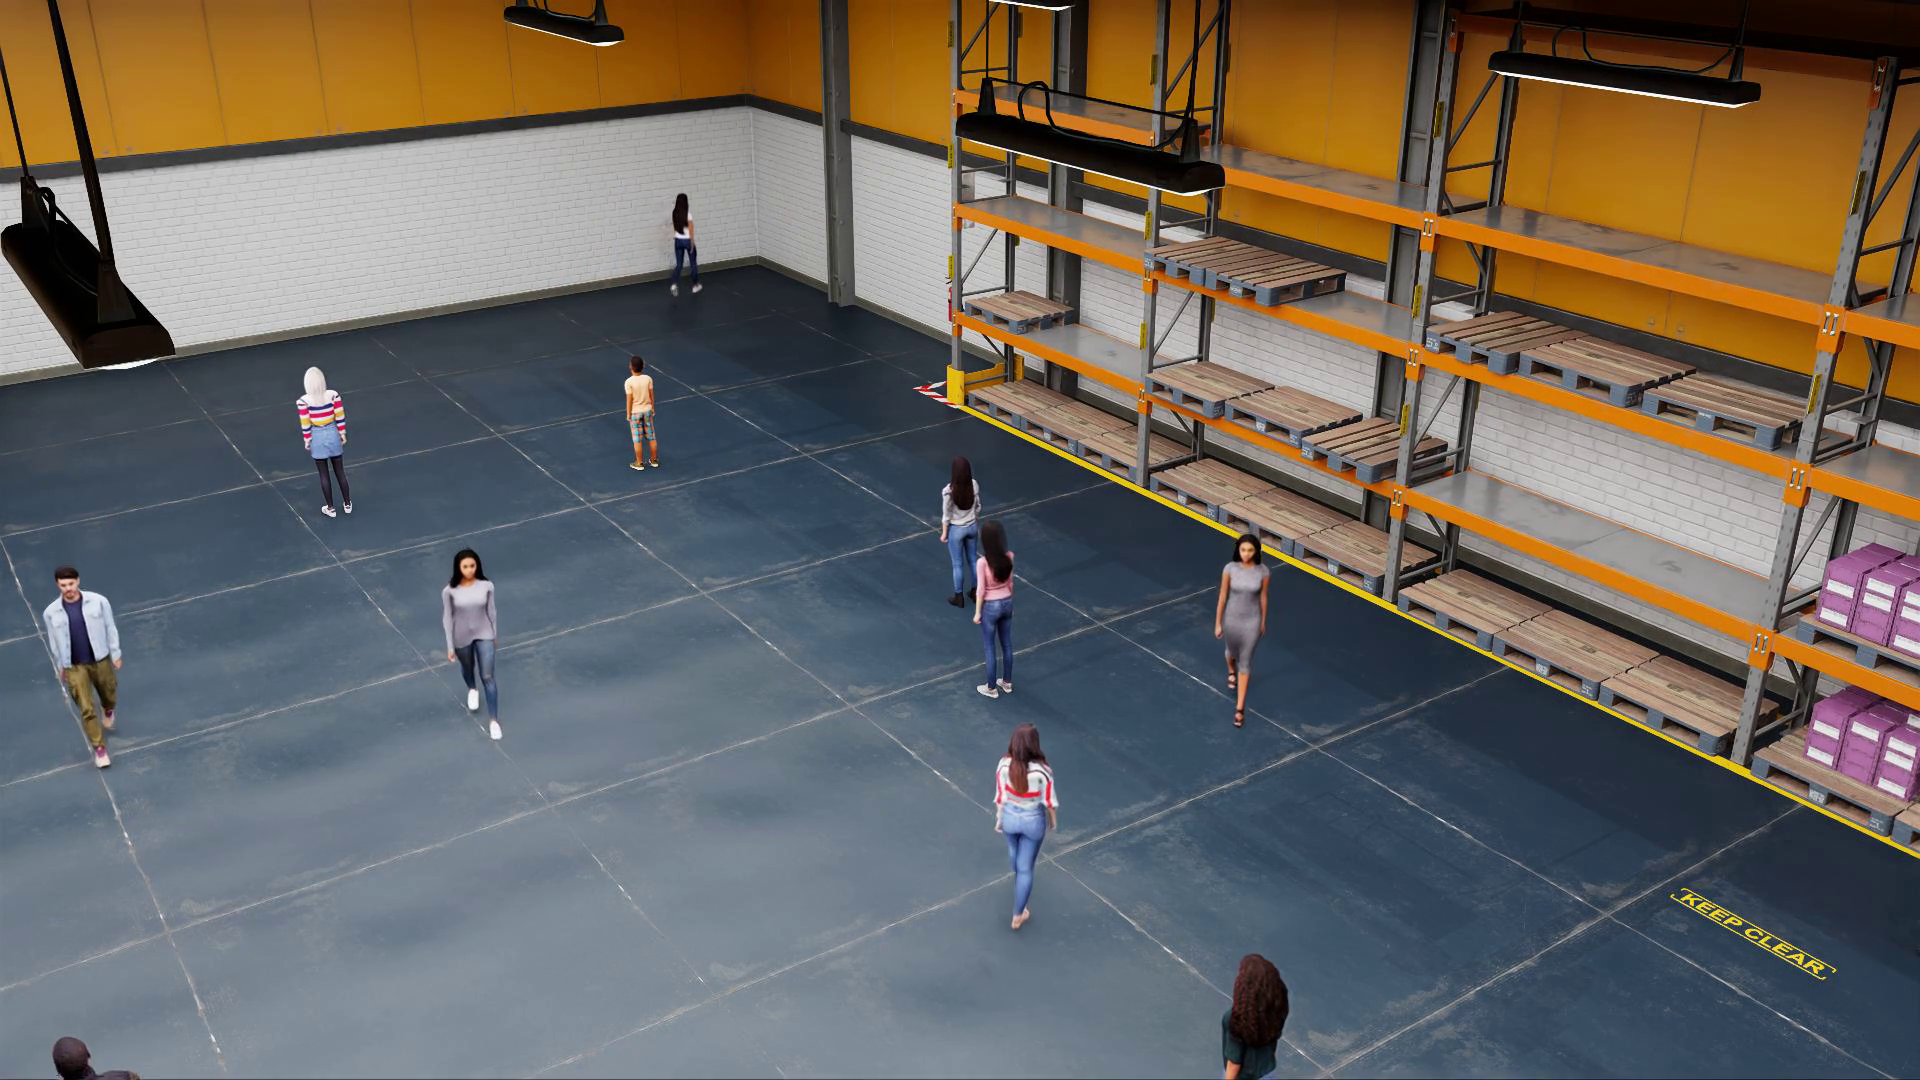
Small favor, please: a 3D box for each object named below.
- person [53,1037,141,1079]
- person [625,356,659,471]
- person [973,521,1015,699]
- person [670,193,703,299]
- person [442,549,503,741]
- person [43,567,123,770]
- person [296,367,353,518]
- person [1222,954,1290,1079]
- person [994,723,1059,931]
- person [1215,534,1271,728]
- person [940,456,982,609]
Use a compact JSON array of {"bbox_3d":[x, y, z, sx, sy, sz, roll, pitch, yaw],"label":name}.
[{"bbox_3d":[-4.505,3.447,8.869,0.769,1.822,0.728,-20,31,-38],"label":"person"},{"bbox_3d":[-4.004,-1.602,20.870,0.523,1.461,0.478,-15,28,-30],"label":"person"},{"bbox_3d":[0.329,0.633,15.408,0.560,1.741,0.496,-15,28,-30],"label":"person"},{"bbox_3d":[-4.730,-4.974,28.226,1.108,1.747,1.070,8,25,17],"label":"person"},{"bbox_3d":[-4.393,0.869,14.937,0.870,1.685,1.251,-8,25,-17],"label":"person"},{"bbox_3d":[-7.570,1.040,14.417,0.730,1.789,1.063,-13,27,-27],"label":"person"},{"bbox_3d":[-7.411,-1.158,19.421,0.649,1.808,0.511,-15,28,-30],"label":"person"},{"bbox_3d":[1.709,3.143,9.821,0.587,1.616,0.575,-15,28,-30],"label":"person"},{"bbox_3d":[0.441,2.119,12.204,1.000,1.584,0.994,8,25,18],"label":"person"},{"bbox_3d":[2.559,0.747,15.149,1.083,1.739,1.138,4,24,10],"label":"person"},{"bbox_3d":[0.030,-0.095,17.209,0.597,1.632,0.499,-15,28,-30],"label":"person"}]
